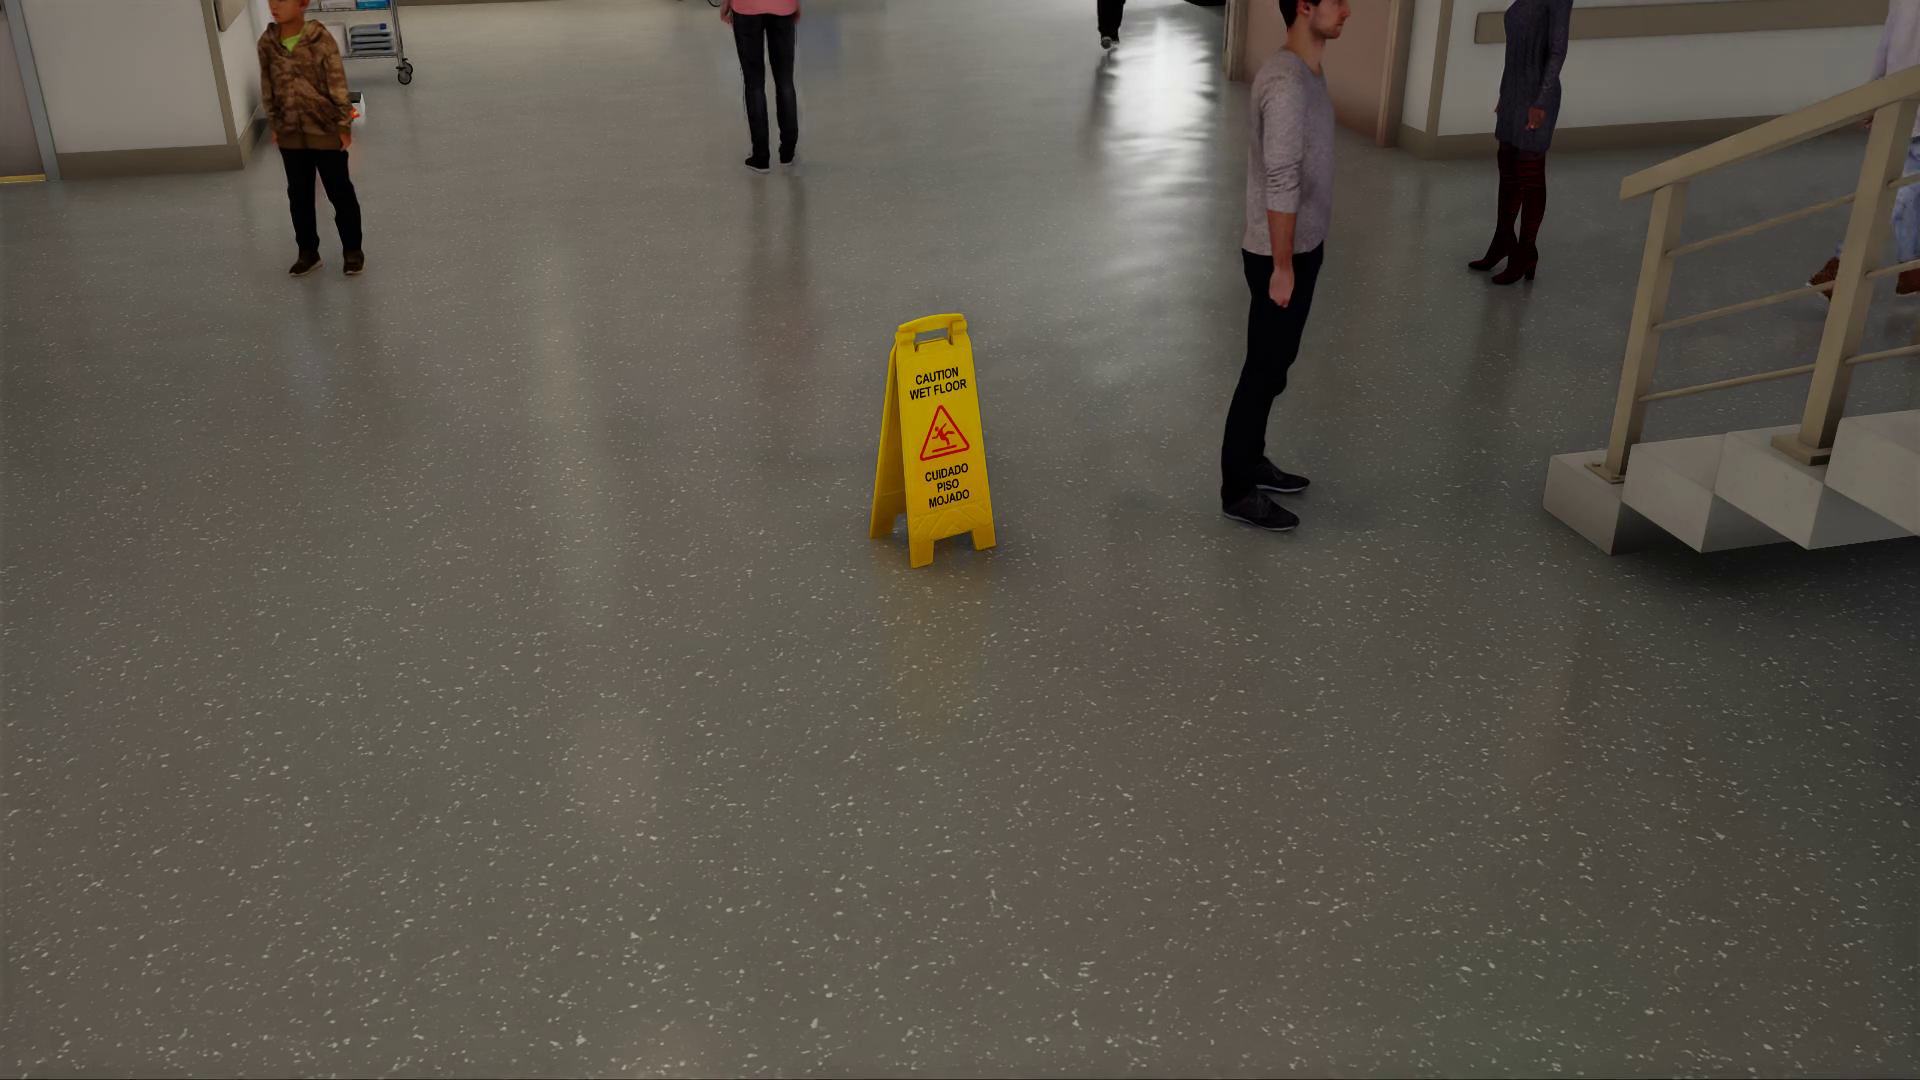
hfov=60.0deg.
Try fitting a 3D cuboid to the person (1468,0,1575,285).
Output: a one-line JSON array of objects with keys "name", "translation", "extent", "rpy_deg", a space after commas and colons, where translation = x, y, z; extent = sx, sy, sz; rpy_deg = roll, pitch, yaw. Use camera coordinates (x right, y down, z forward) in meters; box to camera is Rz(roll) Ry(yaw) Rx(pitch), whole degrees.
[{"name": "person", "translation": [2.733, -2.101, 7.976], "extent": [0.671, 1.711, 0.495], "rpy_deg": [-3, 26, -6]}]

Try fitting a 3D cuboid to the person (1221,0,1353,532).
[{"name": "person", "translation": [1.059, -0.967, 5.474], "extent": [0.793, 1.842, 0.663], "rpy_deg": [8, 27, 15]}]

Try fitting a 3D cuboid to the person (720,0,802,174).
[{"name": "person", "translation": [-1.185, -3.220, 10.009], "extent": [0.654, 1.961, 0.700], "rpy_deg": [-9, 27, -17]}]

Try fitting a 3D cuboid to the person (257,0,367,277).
[{"name": "person", "translation": [-3.167, -2.024, 8.112], "extent": [0.620, 1.455, 0.621], "rpy_deg": [-1, 26, -2]}]

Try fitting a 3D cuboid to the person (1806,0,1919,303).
[{"name": "person", "translation": [4.254, -1.900, 7.445], "extent": [0.824, 1.810, 1.098], "rpy_deg": [-9, 27, -18]}]
